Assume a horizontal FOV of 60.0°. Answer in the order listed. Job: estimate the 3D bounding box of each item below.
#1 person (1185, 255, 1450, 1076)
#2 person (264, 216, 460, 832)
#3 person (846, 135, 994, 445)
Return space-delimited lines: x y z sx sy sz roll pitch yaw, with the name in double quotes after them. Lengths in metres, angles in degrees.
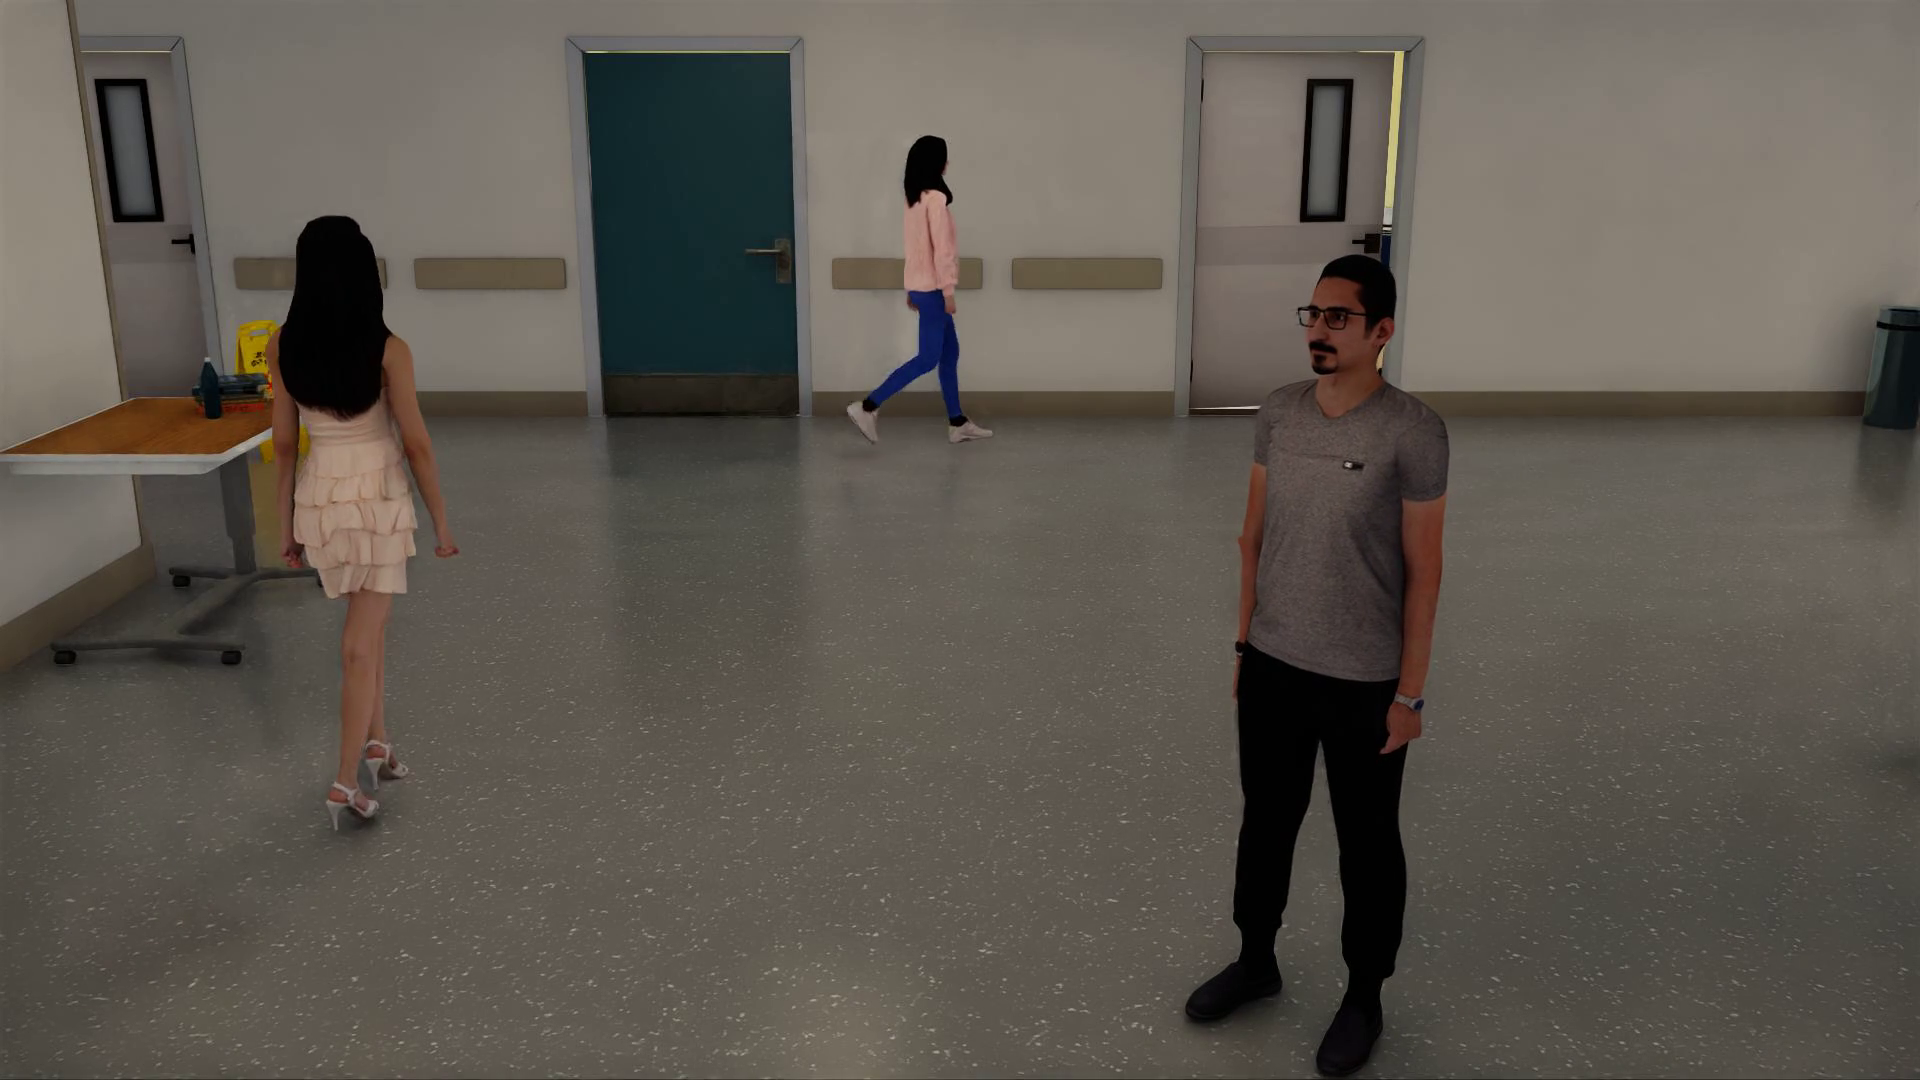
0.797 0.262 3.590 0.692 1.754 0.763 14 21 40 "person"
-1.712 0.000 4.585 0.621 1.717 0.697 3 16 11 "person"
-0.250 -1.361 9.363 1.188 1.745 0.851 -5 16 -16 "person"
